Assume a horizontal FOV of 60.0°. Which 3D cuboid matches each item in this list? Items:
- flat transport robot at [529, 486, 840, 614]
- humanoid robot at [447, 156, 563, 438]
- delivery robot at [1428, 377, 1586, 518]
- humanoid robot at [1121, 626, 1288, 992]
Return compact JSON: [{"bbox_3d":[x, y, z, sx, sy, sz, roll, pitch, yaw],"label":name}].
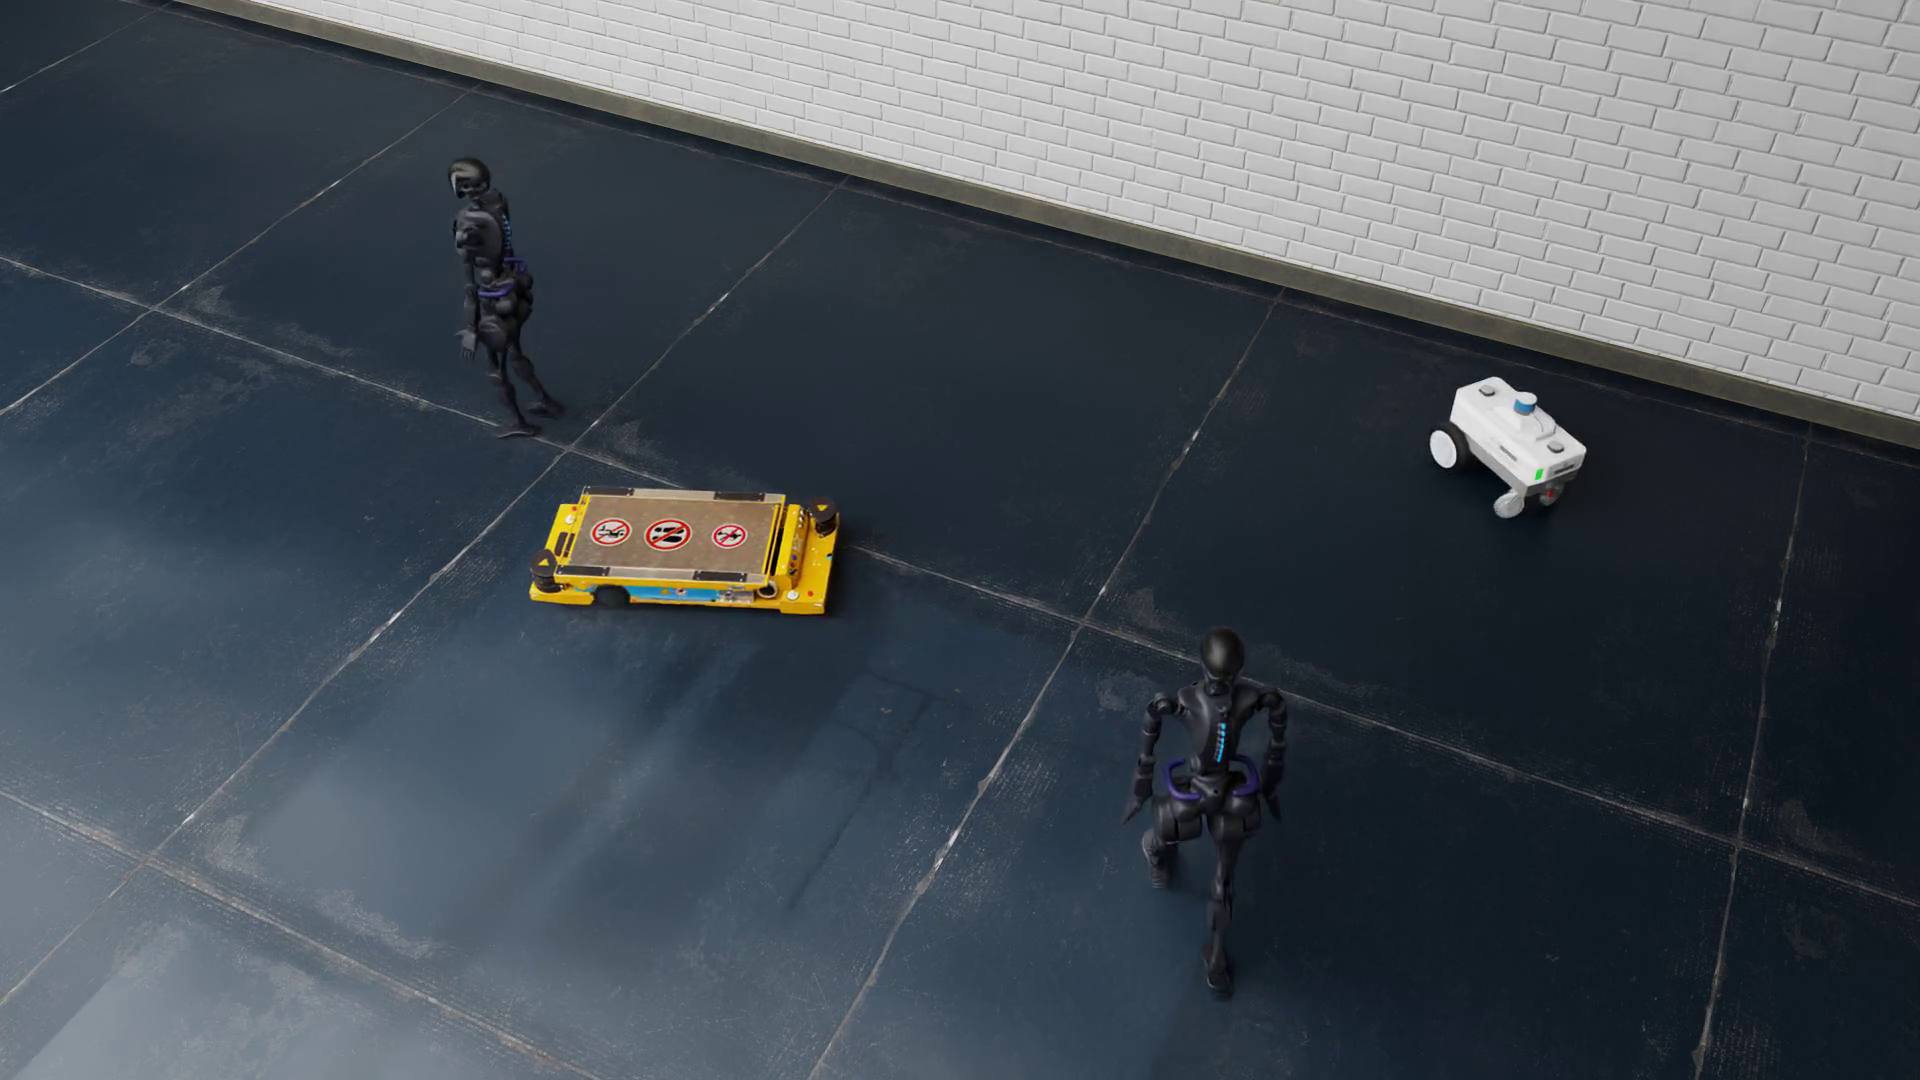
[{"bbox_3d":[-1.343,0.050,8.202,1.431,0.231,0.659,2,43,3],"label":"flat transport robot"},{"bbox_3d":[-2.380,-1.211,8.525,0.335,1.656,0.602,7,43,8],"label":"humanoid robot"},{"bbox_3d":[2.842,-0.507,8.587,0.519,0.587,0.739,-19,46,-20],"label":"delivery robot"},{"bbox_3d":[0.923,0.947,6.232,0.616,1.621,0.785,-4,43,-4],"label":"humanoid robot"}]
